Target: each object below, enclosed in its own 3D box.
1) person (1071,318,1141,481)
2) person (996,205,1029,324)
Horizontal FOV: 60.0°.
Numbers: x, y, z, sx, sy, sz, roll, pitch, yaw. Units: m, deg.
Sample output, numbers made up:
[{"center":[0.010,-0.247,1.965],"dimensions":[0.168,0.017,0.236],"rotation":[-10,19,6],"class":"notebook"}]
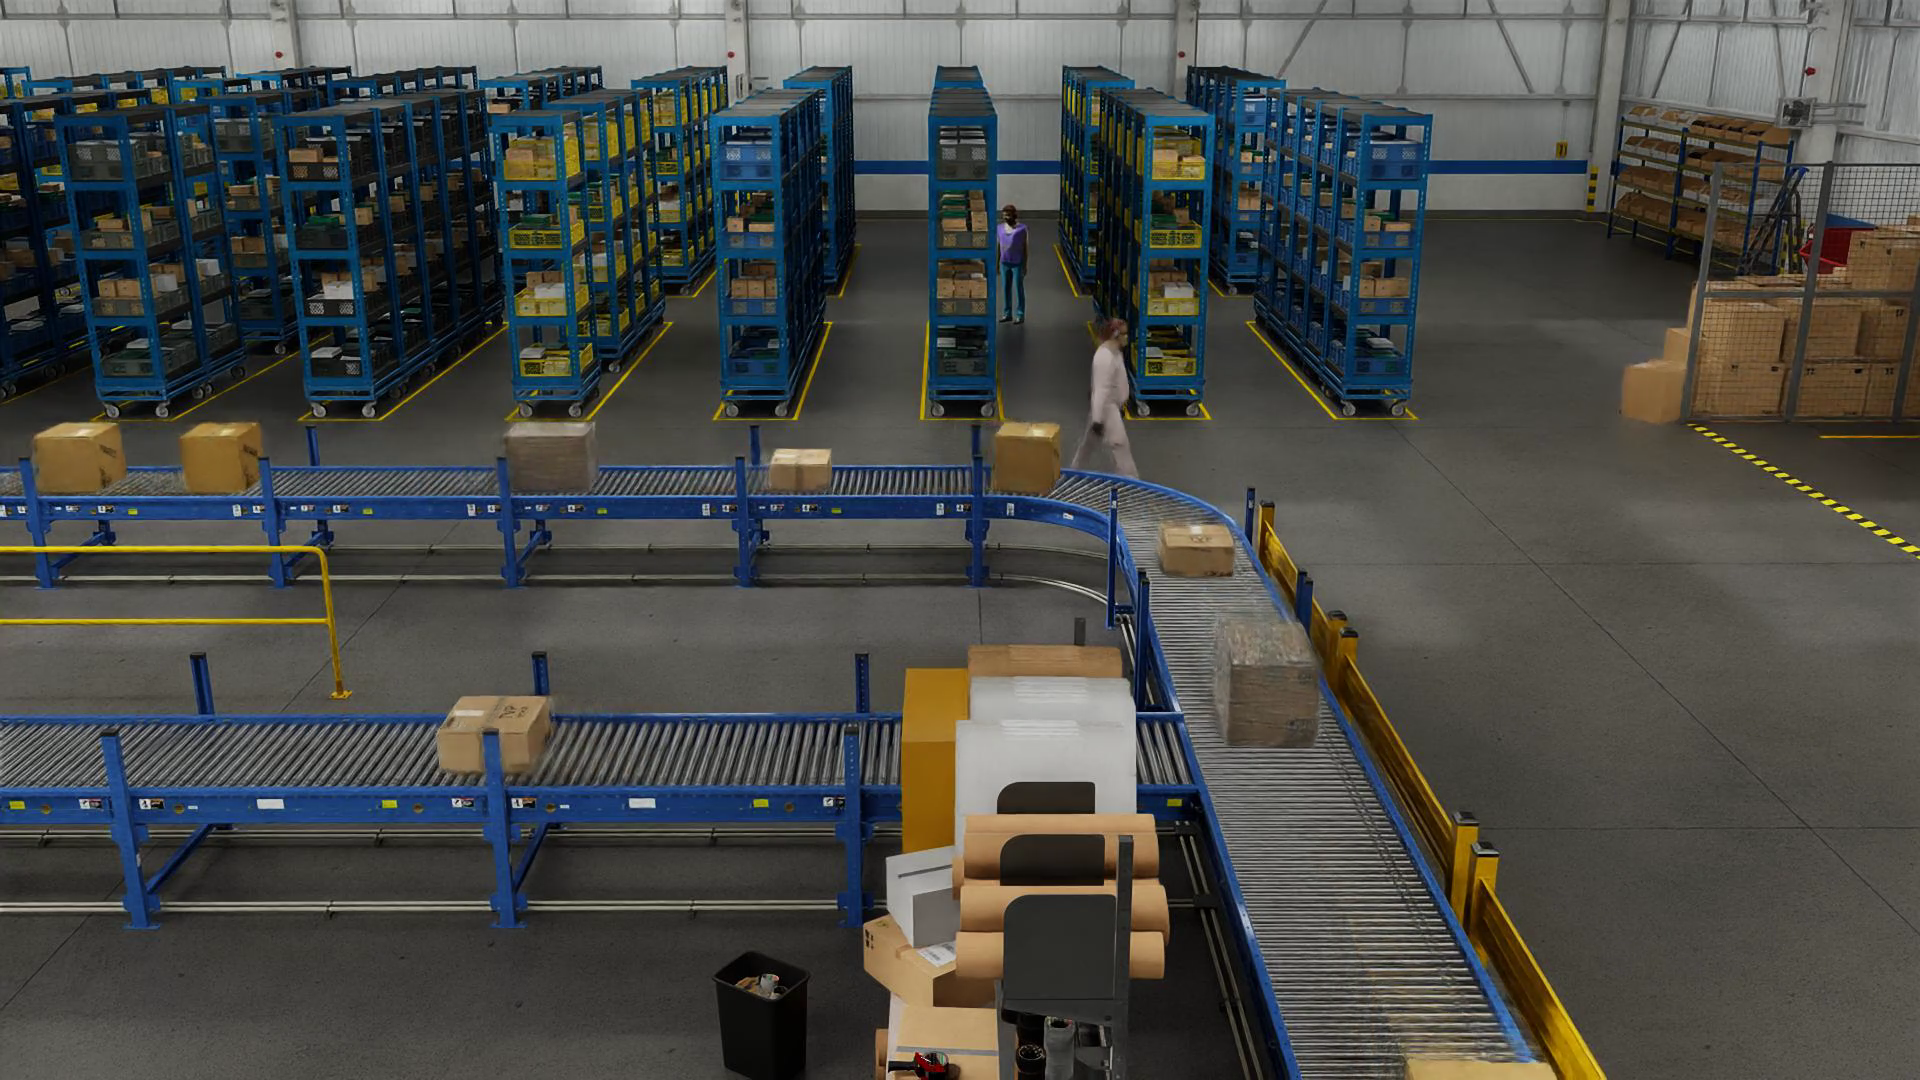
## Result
[{"center":[1.522,-1.304,16.668],"dimensions":[1.024,1.850,0.668],"rotation":[1,18,5],"class":"person"},{"center":[0.810,-4.295,25.912],"dimensions":[0.569,1.831,0.411],"rotation":[11,21,30],"class":"person"}]
